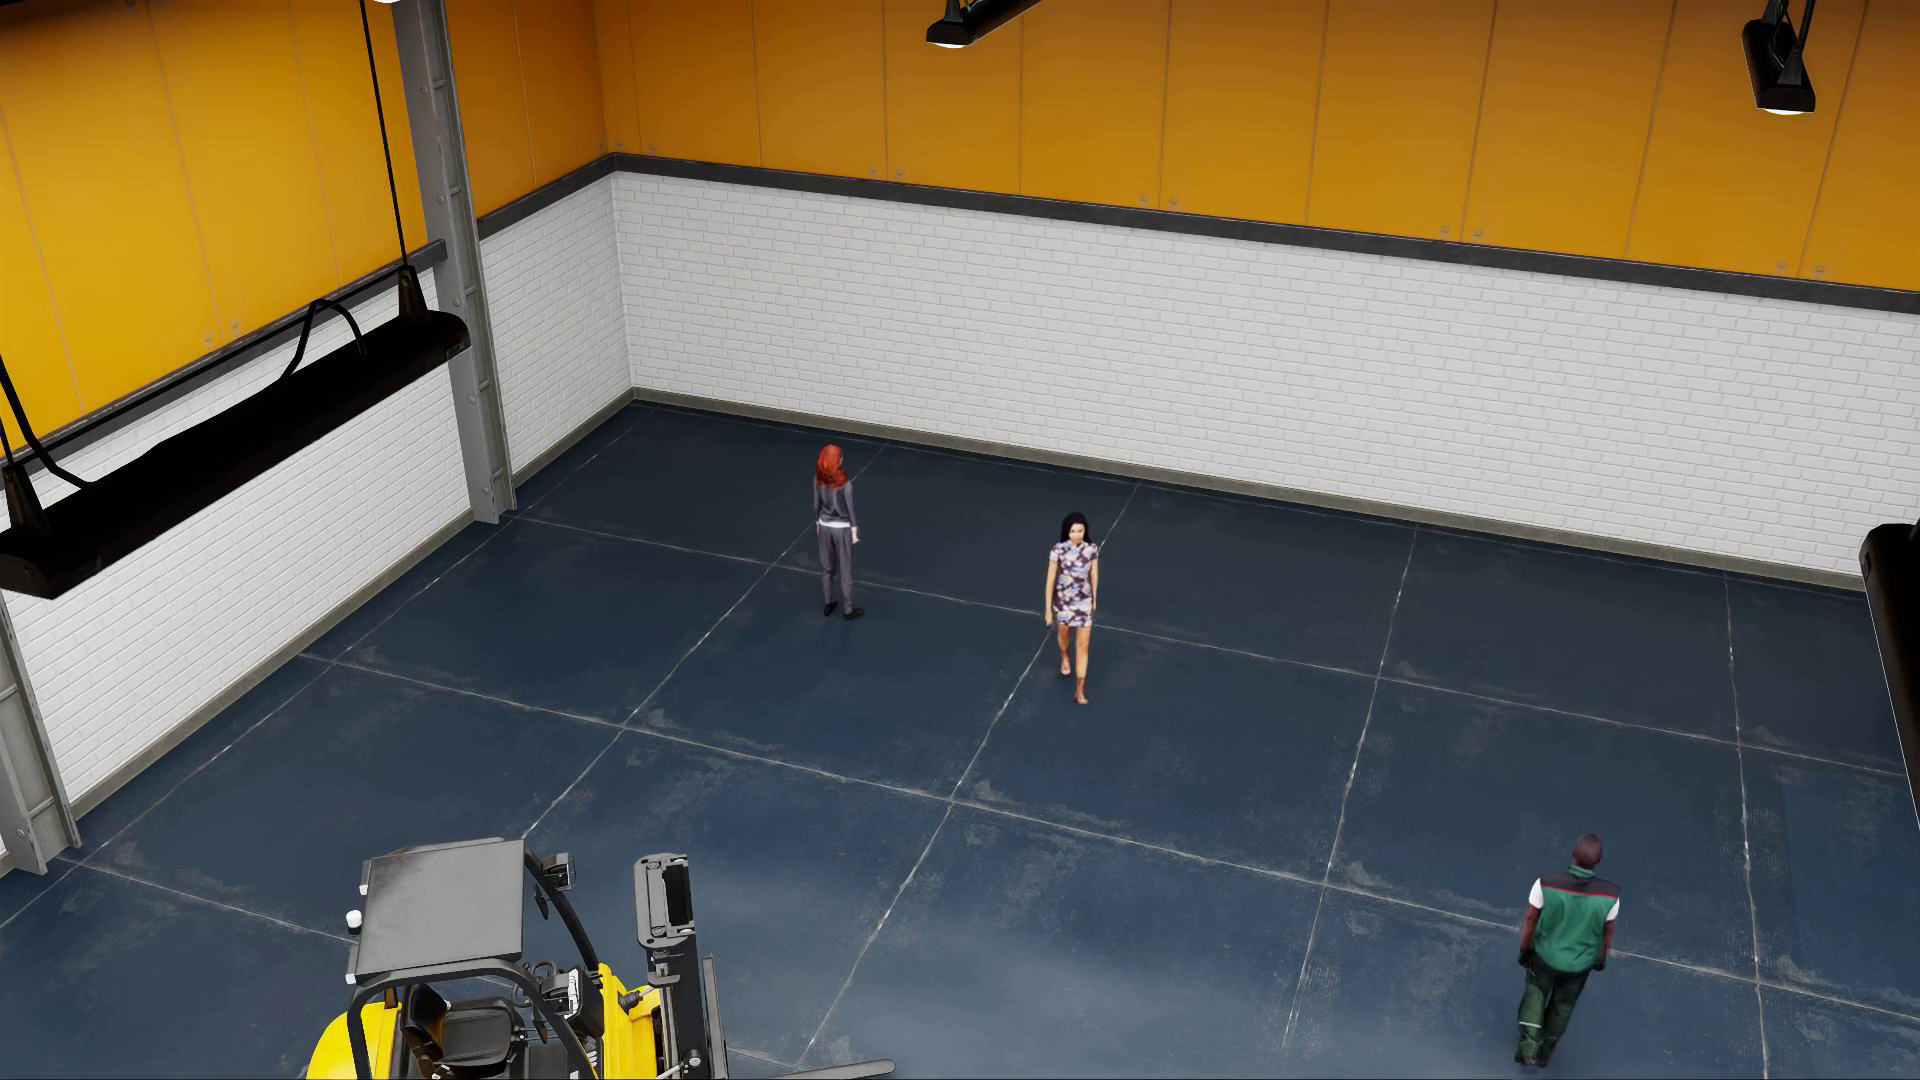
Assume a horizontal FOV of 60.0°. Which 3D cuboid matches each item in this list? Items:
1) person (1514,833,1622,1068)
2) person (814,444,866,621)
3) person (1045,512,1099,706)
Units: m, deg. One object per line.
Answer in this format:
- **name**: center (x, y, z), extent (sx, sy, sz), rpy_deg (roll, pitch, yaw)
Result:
- **person**: center (3.781, 2.655, 10.419), extent (0.683, 1.825, 0.763), rpy_deg (11, 30, 19)
- **person**: center (-1.159, -0.076, 15.473), extent (0.619, 1.779, 0.559), rpy_deg (15, 32, 26)
- **person**: center (0.966, 0.525, 14.472), extent (0.943, 1.683, 1.205), rpy_deg (-2, 29, -4)
